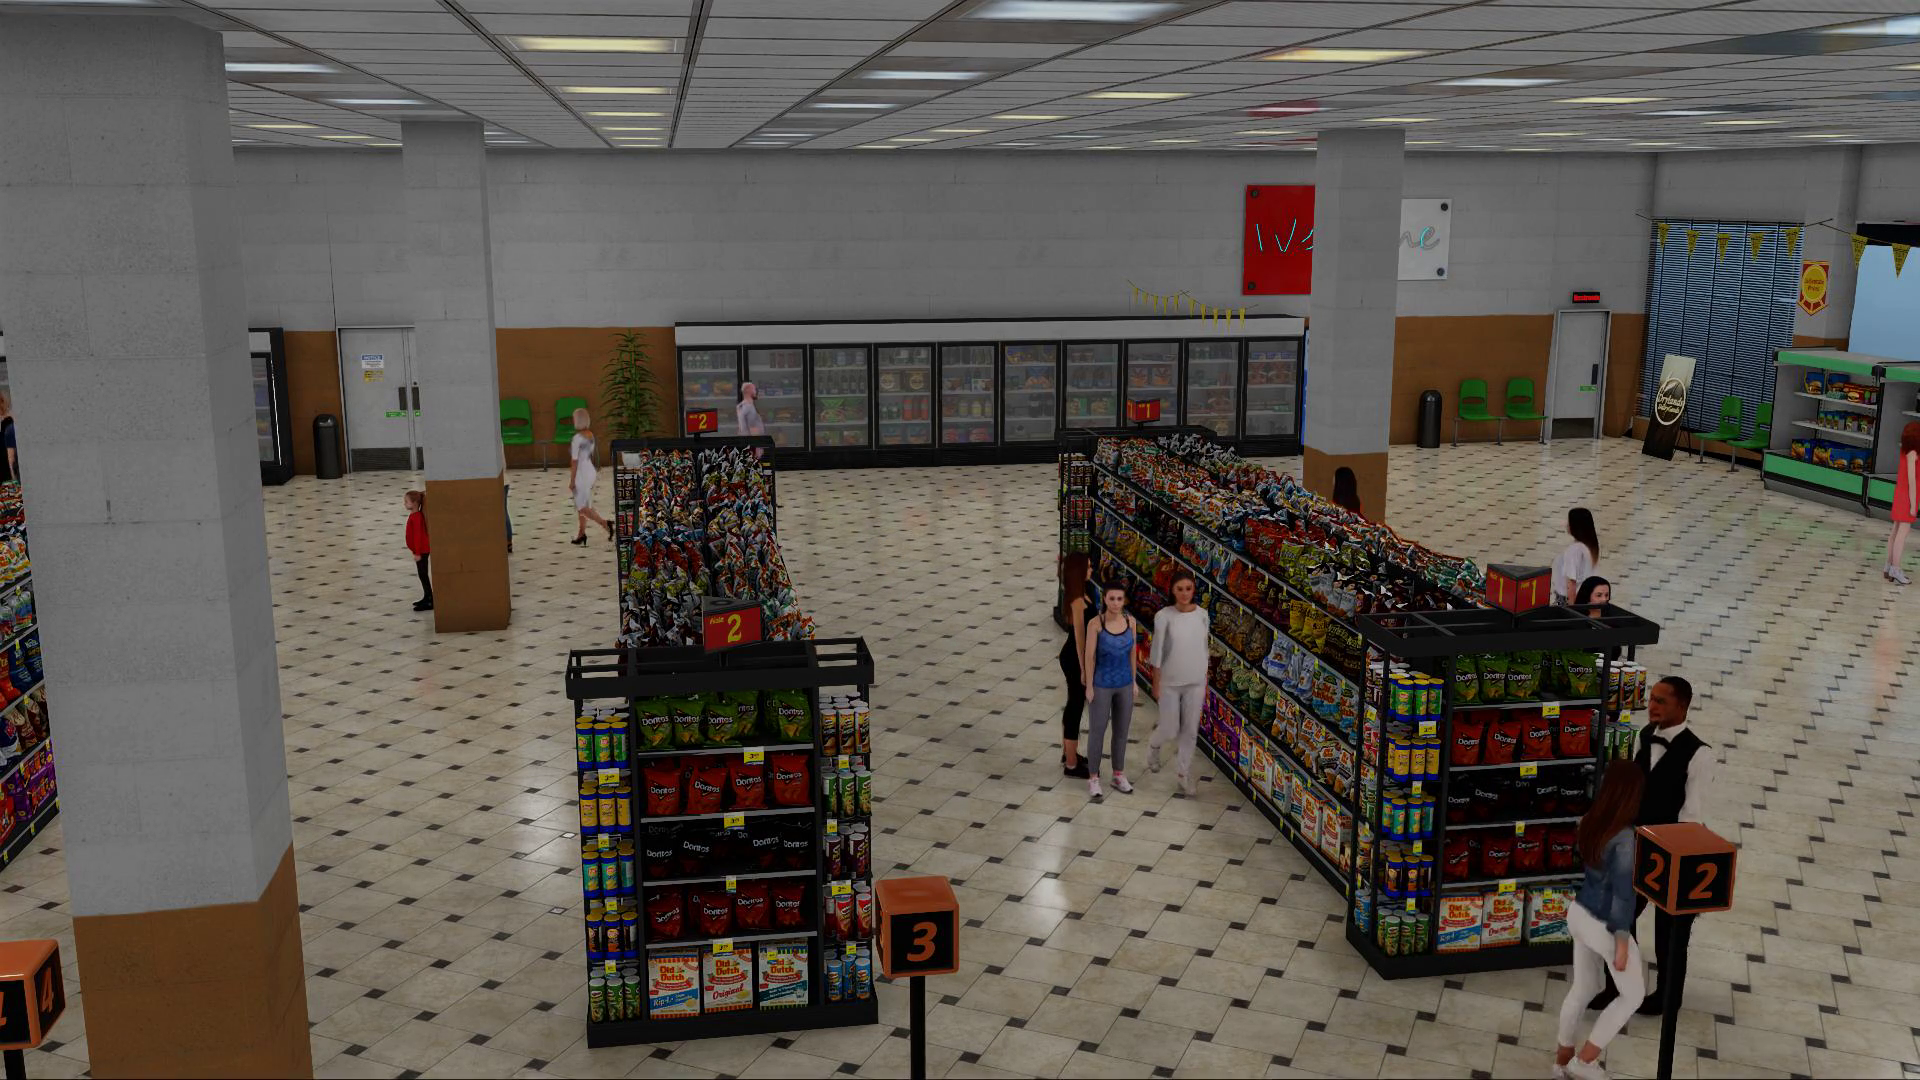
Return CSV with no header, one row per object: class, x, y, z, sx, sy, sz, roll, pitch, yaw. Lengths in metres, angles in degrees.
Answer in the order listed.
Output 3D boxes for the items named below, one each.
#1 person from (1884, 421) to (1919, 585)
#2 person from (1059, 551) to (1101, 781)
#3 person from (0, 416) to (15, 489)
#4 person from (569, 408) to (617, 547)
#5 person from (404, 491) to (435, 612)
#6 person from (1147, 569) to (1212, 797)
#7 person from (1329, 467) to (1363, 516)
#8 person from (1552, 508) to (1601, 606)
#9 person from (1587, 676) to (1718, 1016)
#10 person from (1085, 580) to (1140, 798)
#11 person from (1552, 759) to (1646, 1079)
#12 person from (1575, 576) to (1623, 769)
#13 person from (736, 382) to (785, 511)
person,10.677,-0.434,18.788,0.726,1.828,0.599,4,12,17
person,0.864,0.925,12.575,0.655,1.728,0.485,0,12,-2
person,-11.783,-0.721,20.695,0.807,1.603,0.863,4,12,16
person,-4.578,-0.743,20.499,0.891,1.729,0.957,4,12,17
person,-5.700,0.105,17.563,0.575,1.278,0.458,-4,13,-19
person,1.592,1.022,12.240,0.686,1.676,0.872,-4,13,-19
person,3.788,0.163,16.204,0.868,1.724,1.098,-8,14,-33
person,5.454,0.569,14.494,1.075,1.635,1.250,-11,16,-42
person,3.813,1.630,8.816,0.877,1.897,0.831,-5,13,-21
person,1.110,1.071,12.173,0.598,1.609,0.565,-4,13,-20
person,3.035,1.897,8.085,0.712,1.676,0.544,-1,12,-6
person,4.385,1.102,11.665,0.695,1.757,0.640,-4,12,-17
person,-2.919,-1.211,22.544,0.911,1.801,1.213,-5,13,-21
